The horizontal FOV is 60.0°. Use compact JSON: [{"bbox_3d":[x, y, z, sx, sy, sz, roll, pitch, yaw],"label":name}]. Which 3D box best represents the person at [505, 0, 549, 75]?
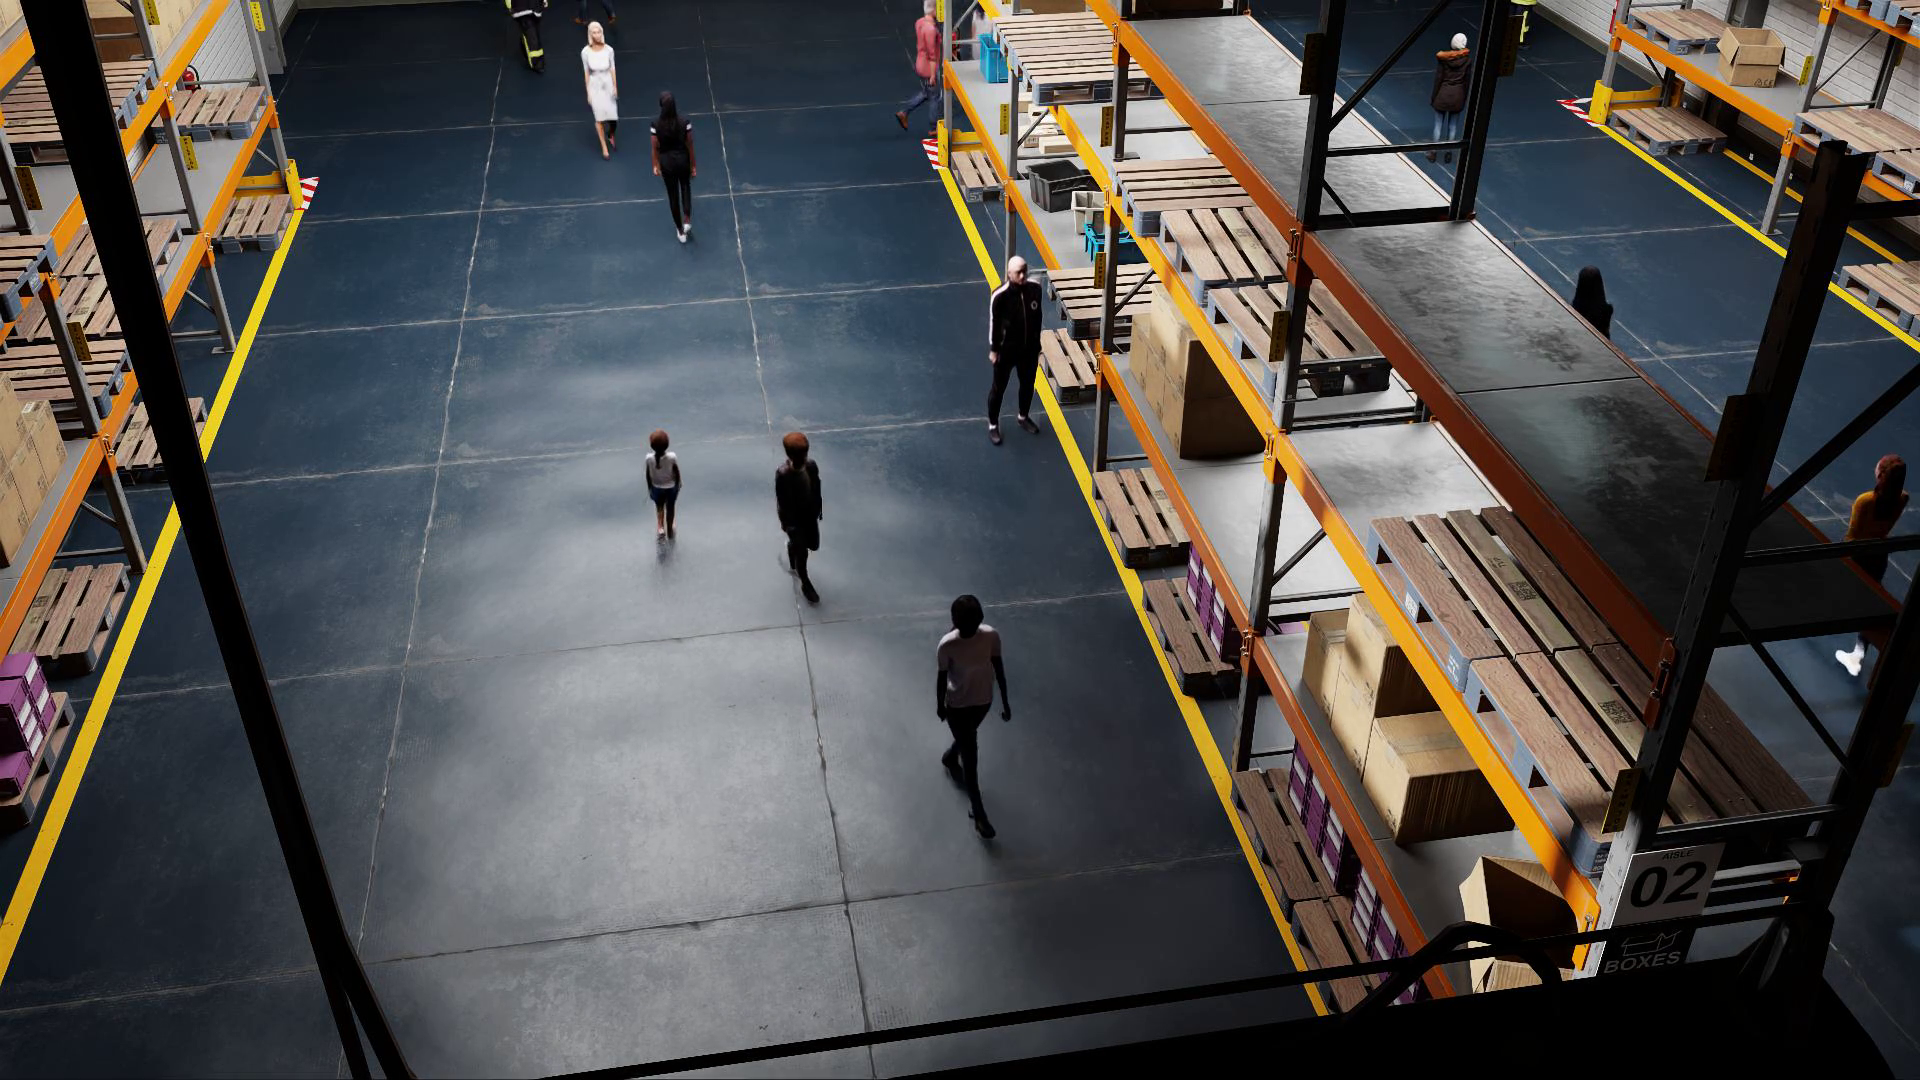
[{"bbox_3d":[-6.275,-7.772,23.949,1.172,1.947,1.347,-27,42,-34],"label":"person"}]

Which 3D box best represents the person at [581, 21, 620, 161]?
[{"bbox_3d":[-4.562,-5.700,21.018,0.629,1.741,0.668,-12,36,-18],"label":"person"}]

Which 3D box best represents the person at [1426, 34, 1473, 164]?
[{"bbox_3d":[6.152,-5.553,20.893,0.691,1.634,0.692,3,34,4],"label":"person"}]

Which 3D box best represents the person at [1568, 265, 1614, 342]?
[{"bbox_3d":[5.545,-1.557,14.822,0.725,1.699,0.742,12,35,17],"label":"person"}]

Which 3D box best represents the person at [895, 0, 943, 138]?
[{"bbox_3d":[-0.497,-6.095,21.548,0.847,1.811,0.933,-11,35,-16],"label":"person"}]

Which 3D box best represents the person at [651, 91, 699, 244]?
[{"bbox_3d":[-3.203,-4.184,18.758,0.657,1.717,0.730,-8,34,-12],"label":"person"}]

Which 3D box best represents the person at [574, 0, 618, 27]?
[{"bbox_3d":[-5.706,-8.852,25.667,1.169,1.844,1.087,23,40,31],"label":"person"}]

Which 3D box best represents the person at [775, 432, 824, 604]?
[{"bbox_3d":[-1.274,-0.221,13.056,0.747,1.430,0.914,-21,39,-28],"label":"person"}]

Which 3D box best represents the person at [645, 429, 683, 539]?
[{"bbox_3d":[-2.455,-0.442,13.763,0.445,1.014,0.452,-2,34,-3],"label":"person"}]

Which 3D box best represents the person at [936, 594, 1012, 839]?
[{"bbox_3d":[0.030,1.037,10.943,0.841,1.675,1.197,-17,37,-24],"label":"person"}]

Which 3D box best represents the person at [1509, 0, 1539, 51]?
[{"bbox_3d":[8.432,-8.303,24.825,0.854,1.861,0.672,-10,35,-15],"label":"person"}]

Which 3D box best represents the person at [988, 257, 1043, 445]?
[{"bbox_3d":[0.484,-1.728,14.965,0.743,1.825,0.714,-16,37,-23],"label":"person"}]
